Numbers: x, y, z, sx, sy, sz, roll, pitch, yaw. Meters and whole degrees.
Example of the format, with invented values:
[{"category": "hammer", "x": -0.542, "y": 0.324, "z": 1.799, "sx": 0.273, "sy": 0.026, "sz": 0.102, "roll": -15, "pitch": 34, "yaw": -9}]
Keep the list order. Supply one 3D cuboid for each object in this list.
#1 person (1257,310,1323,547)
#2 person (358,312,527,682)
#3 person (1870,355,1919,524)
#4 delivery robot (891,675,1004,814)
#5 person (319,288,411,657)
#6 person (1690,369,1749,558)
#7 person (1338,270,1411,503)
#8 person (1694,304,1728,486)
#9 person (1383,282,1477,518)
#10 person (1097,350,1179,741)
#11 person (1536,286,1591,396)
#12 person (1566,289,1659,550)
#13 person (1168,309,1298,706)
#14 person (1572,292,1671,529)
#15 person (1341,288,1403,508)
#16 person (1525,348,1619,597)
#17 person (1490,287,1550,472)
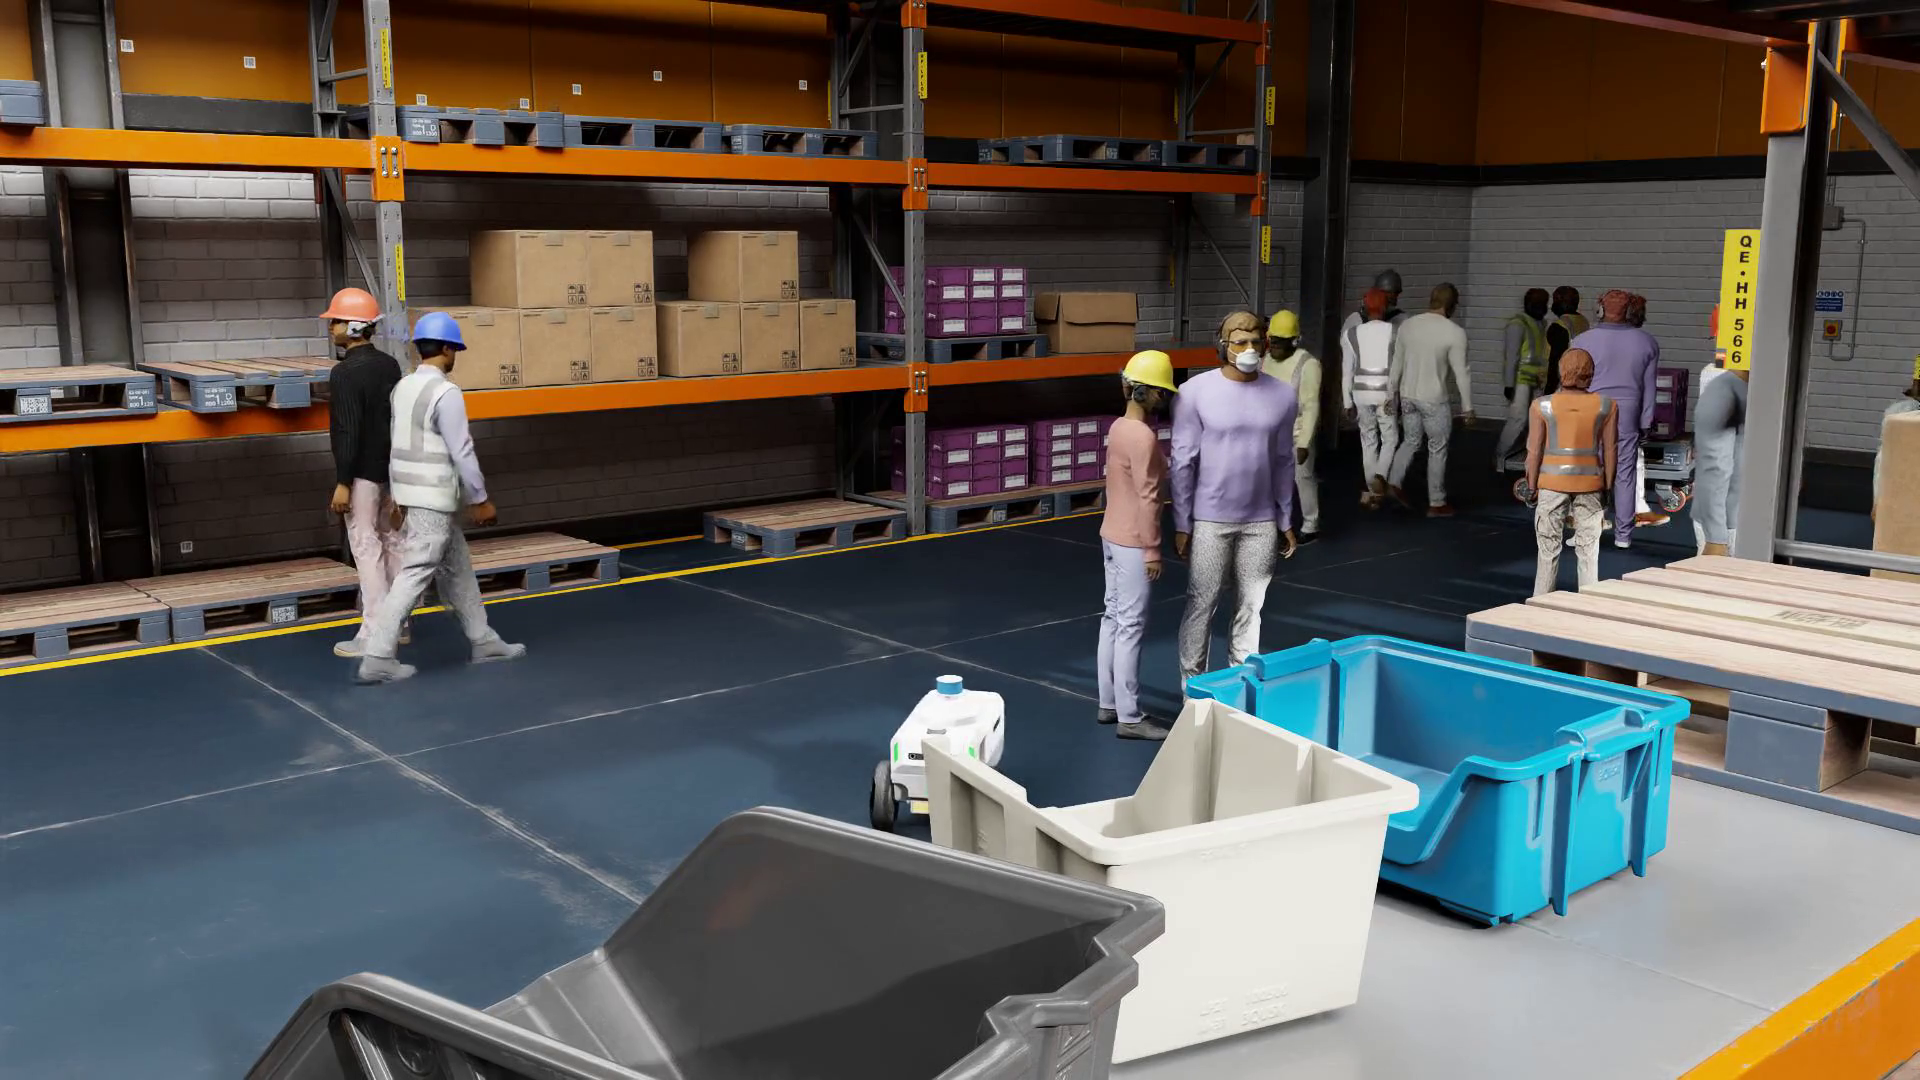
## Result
[{"category": "person", "x": 2.350, "y": -0.771, "z": 12.007, "sx": 0.965, "sy": 1.753, "sz": 0.602, "roll": -9, "pitch": 13, "yaw": -41}, {"category": "person", "x": -2.739, "y": -0.220, "z": 8.593, "sx": 0.938, "sy": 1.899, "sz": 0.590, "roll": -7, "pitch": 12, "yaw": -35}, {"category": "person", "x": 5.131, "y": -0.177, "z": 8.875, "sx": 0.485, "sy": 1.690, "sz": 0.908, "roll": 8, "pitch": 13, "yaw": 39}, {"category": "delivery robot", "x": -0.039, "y": 0.770, "z": 6.474, "sx": 0.477, "sy": 0.478, "sz": 0.707, "roll": 2, "pitch": 10, "yaw": 10}, {"category": "person", "x": -3.235, "y": -0.365, "z": 9.062, "sx": 0.376, "sy": 1.995, "sz": 0.622, "roll": 1, "pitch": 10, "yaw": 7}, {"category": "person", "x": 3.481, "y": -0.054, "z": 7.474, "sx": 0.359, "sy": 1.938, "sz": 0.635, "roll": 9, "pitch": 14, "yaw": 42}, {"category": "person", "x": 3.748, "y": -1.367, "z": 14.547, "sx": 0.708, "sy": 2.000, "sz": 0.995, "roll": 9, "pitch": 13, "yaw": 40}, {"category": "person", "x": 4.647, "y": -0.461, "z": 9.878, "sx": 0.607, "sy": 1.892, "sz": 0.425, "roll": 0, "pitch": 10, "yaw": 0}, {"category": "person", "x": 3.746, "y": -1.102, "z": 13.395, "sx": 0.838, "sy": 1.919, "sz": 0.728, "roll": -8, "pitch": 13, "yaw": -36}, {"category": "person", "x": 0.811, "y": 0.022, "z": 7.565, "sx": 0.337, "sy": 1.759, "sz": 0.524, "roll": -2, "pitch": 10, "yaw": -10}, {"category": "person", "x": 5.591, "y": -1.437, "z": 15.496, "sx": 0.429, "sy": 1.844, "sz": 0.627, "roll": 8, "pitch": 13, "yaw": 39}, {"category": "person", "x": 4.719, "y": -0.870, "z": 12.139, "sx": 0.653, "sy": 1.906, "sz": 0.405, "roll": 0, "pitch": 10, "yaw": 2}, {"category": "person", "x": 1.255, "y": -0.080, "z": 7.623, "sx": 0.627, "sy": 1.941, "sz": 0.370, "roll": -3, "pitch": 11, "yaw": -15}, {"category": "person", "x": 5.204, "y": -0.975, "z": 12.865, "sx": 0.855, "sy": 1.851, "sz": 0.579, "roll": 3, "pitch": 11, "yaw": 18}, {"category": "person", "x": 3.473, "y": -1.168, "z": 13.926, "sx": 0.612, "sy": 1.865, "sz": 0.604, "roll": 4, "pitch": 11, "yaw": 22}, {"category": "person", "x": 3.524, "y": -0.285, "z": 9.609, "sx": 0.512, "sy": 1.641, "sz": 0.307, "roll": 2, "pitch": 10, "yaw": 11}, {"category": "person", "x": 5.520, "y": -1.558, "z": 16.290, "sx": 0.653, "sy": 1.819, "sz": 0.490, "roll": -9, "pitch": 14, "yaw": -42}]
